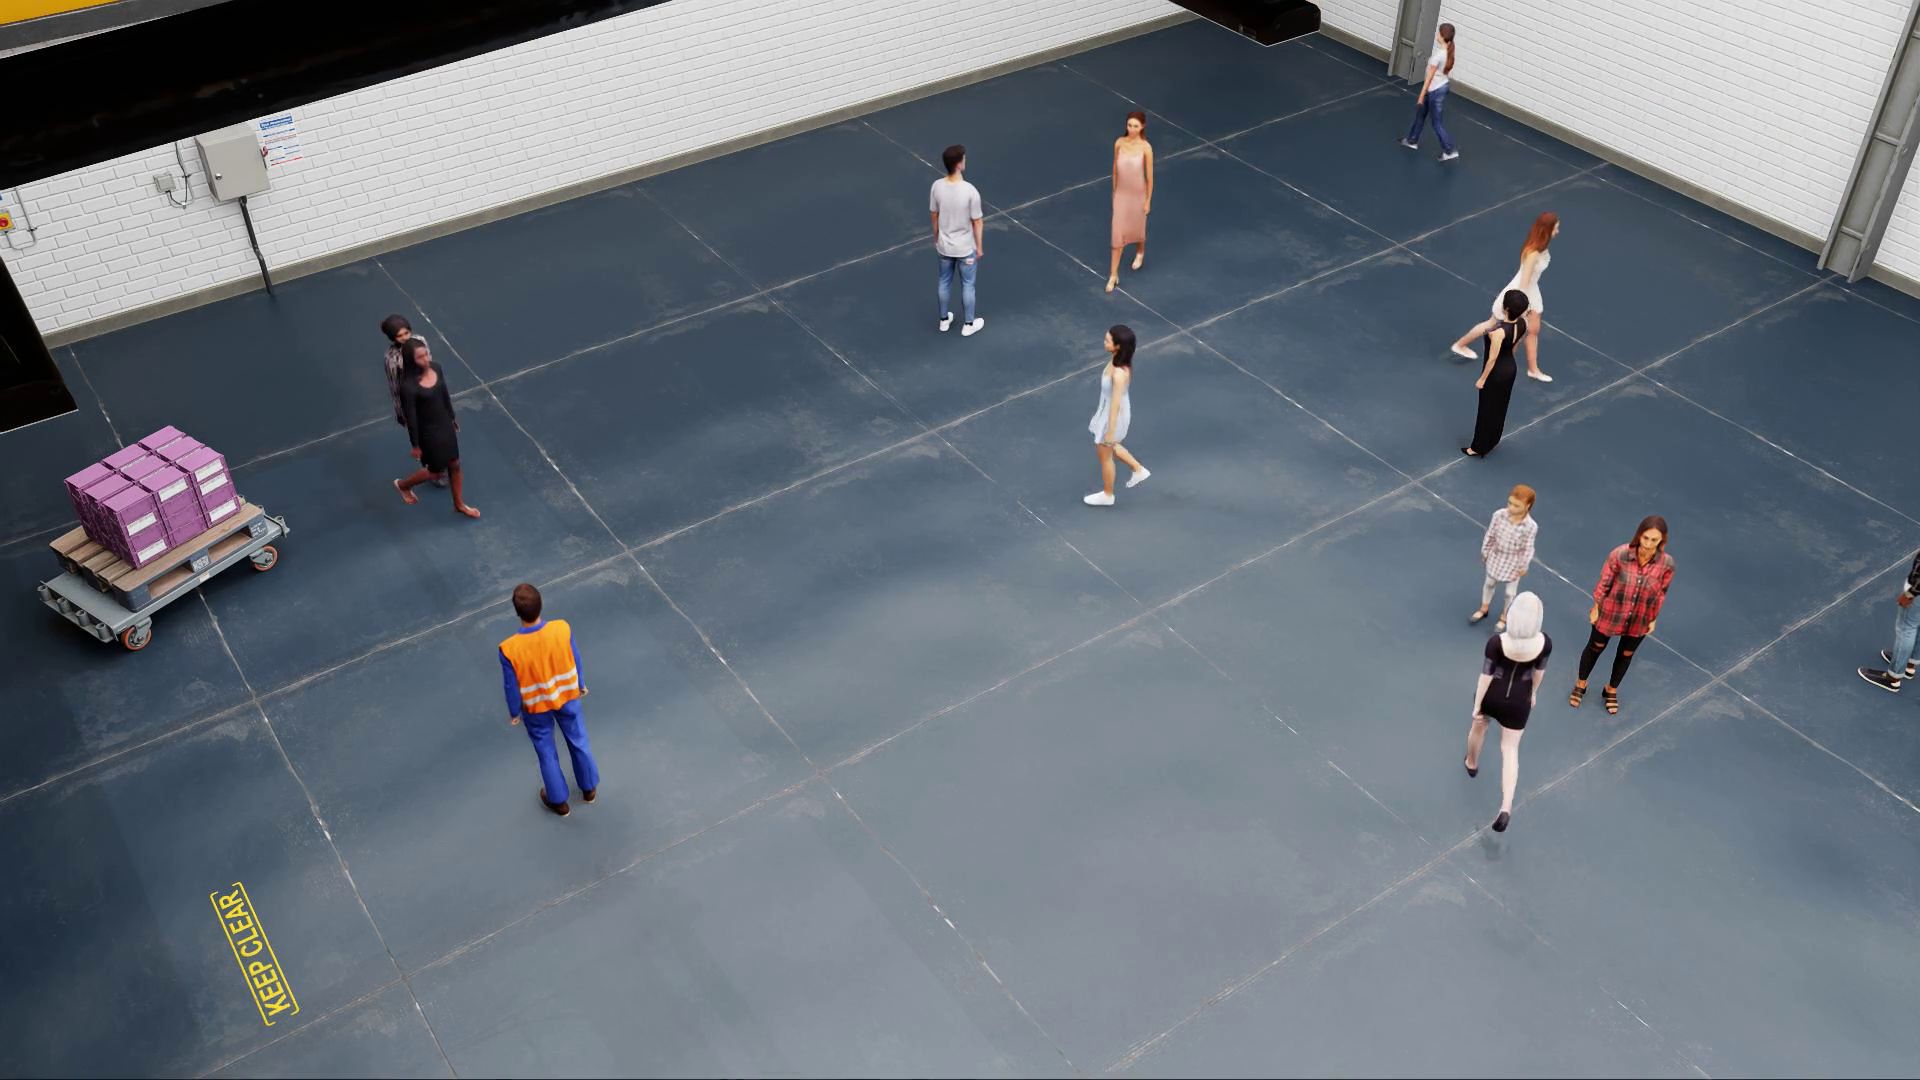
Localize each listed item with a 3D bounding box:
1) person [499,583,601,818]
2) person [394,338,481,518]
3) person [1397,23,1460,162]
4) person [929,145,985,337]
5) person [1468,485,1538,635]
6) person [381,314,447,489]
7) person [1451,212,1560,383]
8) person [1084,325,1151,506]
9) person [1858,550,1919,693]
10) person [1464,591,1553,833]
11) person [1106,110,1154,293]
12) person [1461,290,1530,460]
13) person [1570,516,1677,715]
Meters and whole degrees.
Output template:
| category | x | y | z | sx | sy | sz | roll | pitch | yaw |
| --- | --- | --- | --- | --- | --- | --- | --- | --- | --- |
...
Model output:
| category | x | y | z | sx | sy | sz | roll | pitch | yaw |
| --- | --- | --- | --- | --- | --- | --- | --- | --- | --- |
| person | -2.678 | 1.045 | 10.830 | 0.690 | 1.862 | 0.591 | -22 | 44 | -25 |
| person | -4.319 | -0.878 | 13.366 | 1.018 | 1.702 | 0.925 | 10 | 40 | 12 |
| person | 5.403 | -5.006 | 18.673 | 1.085 | 1.529 | 0.698 | 30 | 47 | 32 |
| person | -0.036 | -2.807 | 15.634 | 0.700 | 1.886 | 0.821 | 16 | 41 | 19 |
| person | 4.101 | 0.116 | 12.436 | 0.502 | 1.308 | 0.632 | 28 | 46 | 30 |
| person | -4.506 | -1.169 | 13.733 | 0.735 | 1.699 | 0.649 | 30 | 47 | 32 |
| person | 4.997 | -2.241 | 15.108 | 1.260 | 1.657 | 0.906 | 19 | 42 | 22 |
| person | 1.331 | -0.987 | 13.489 | 0.879 | 1.718 | 0.847 | 0 | 39 | 0 |
| person | 6.900 | 0.301 | 11.795 | 0.664 | 1.819 | 0.517 | -23 | 44 | -26 |
| person | 3.556 | 1.116 | 10.790 | 1.055 | 1.800 | 1.155 | 4 | 39 | 4 |
| person | 1.742 | -3.405 | 16.445 | 0.999 | 1.808 | 0.952 | 17 | 42 | 20 |
| person | 4.568 | -1.405 | 14.104 | 0.593 | 1.604 | 0.533 | -29 | 47 | -31 |
| person | 4.647 | 0.515 | 11.621 | 0.685 | 1.702 | 0.765 | 10 | 40 | 13 |
